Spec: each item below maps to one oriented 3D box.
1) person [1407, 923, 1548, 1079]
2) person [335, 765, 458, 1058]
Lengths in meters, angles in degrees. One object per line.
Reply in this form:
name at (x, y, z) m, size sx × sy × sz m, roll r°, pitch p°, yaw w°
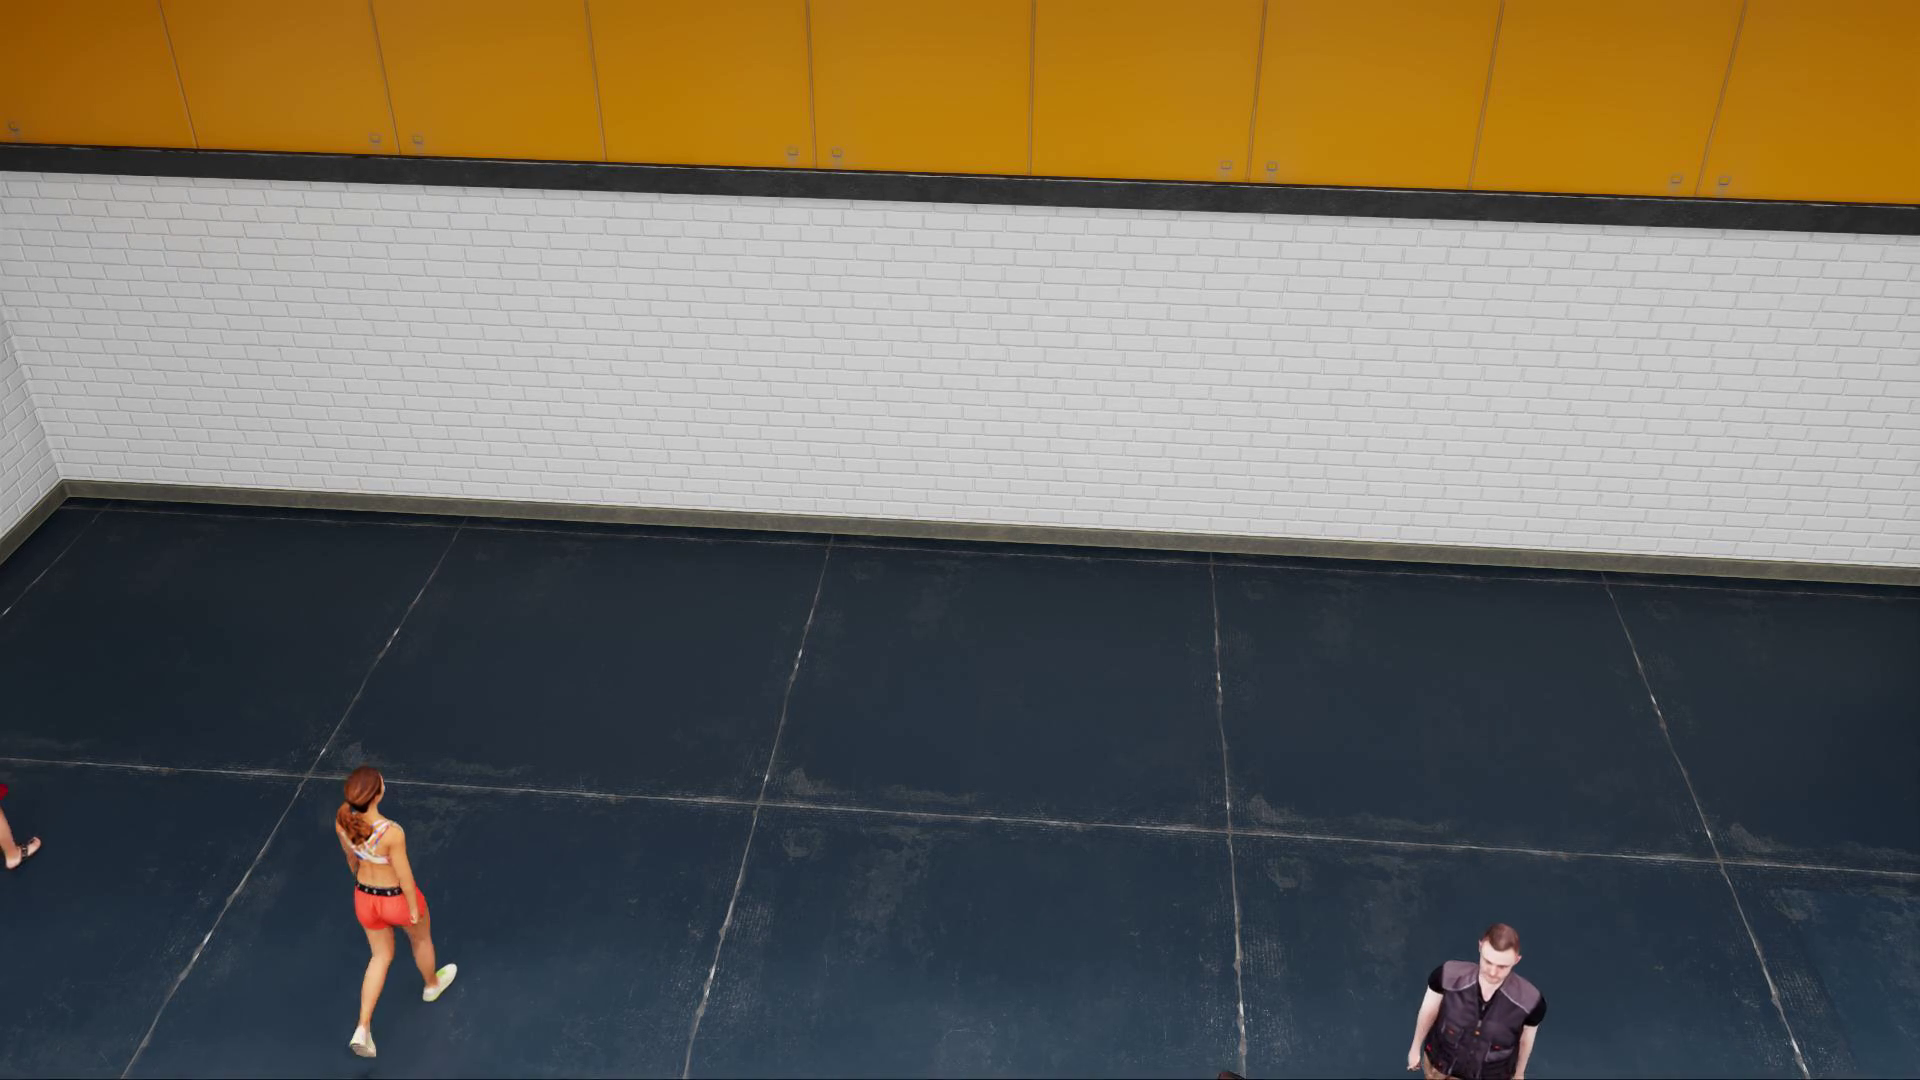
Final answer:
person at (2.442, 2.431, 7.938) m, size 1.023 × 1.807 × 1.283 m, roll 18°, pitch 38°, yaw 25°
person at (-3.046, 1.948, 8.702) m, size 0.683 × 1.767 × 1.082 m, roll 8°, pitch 35°, yaw 12°
